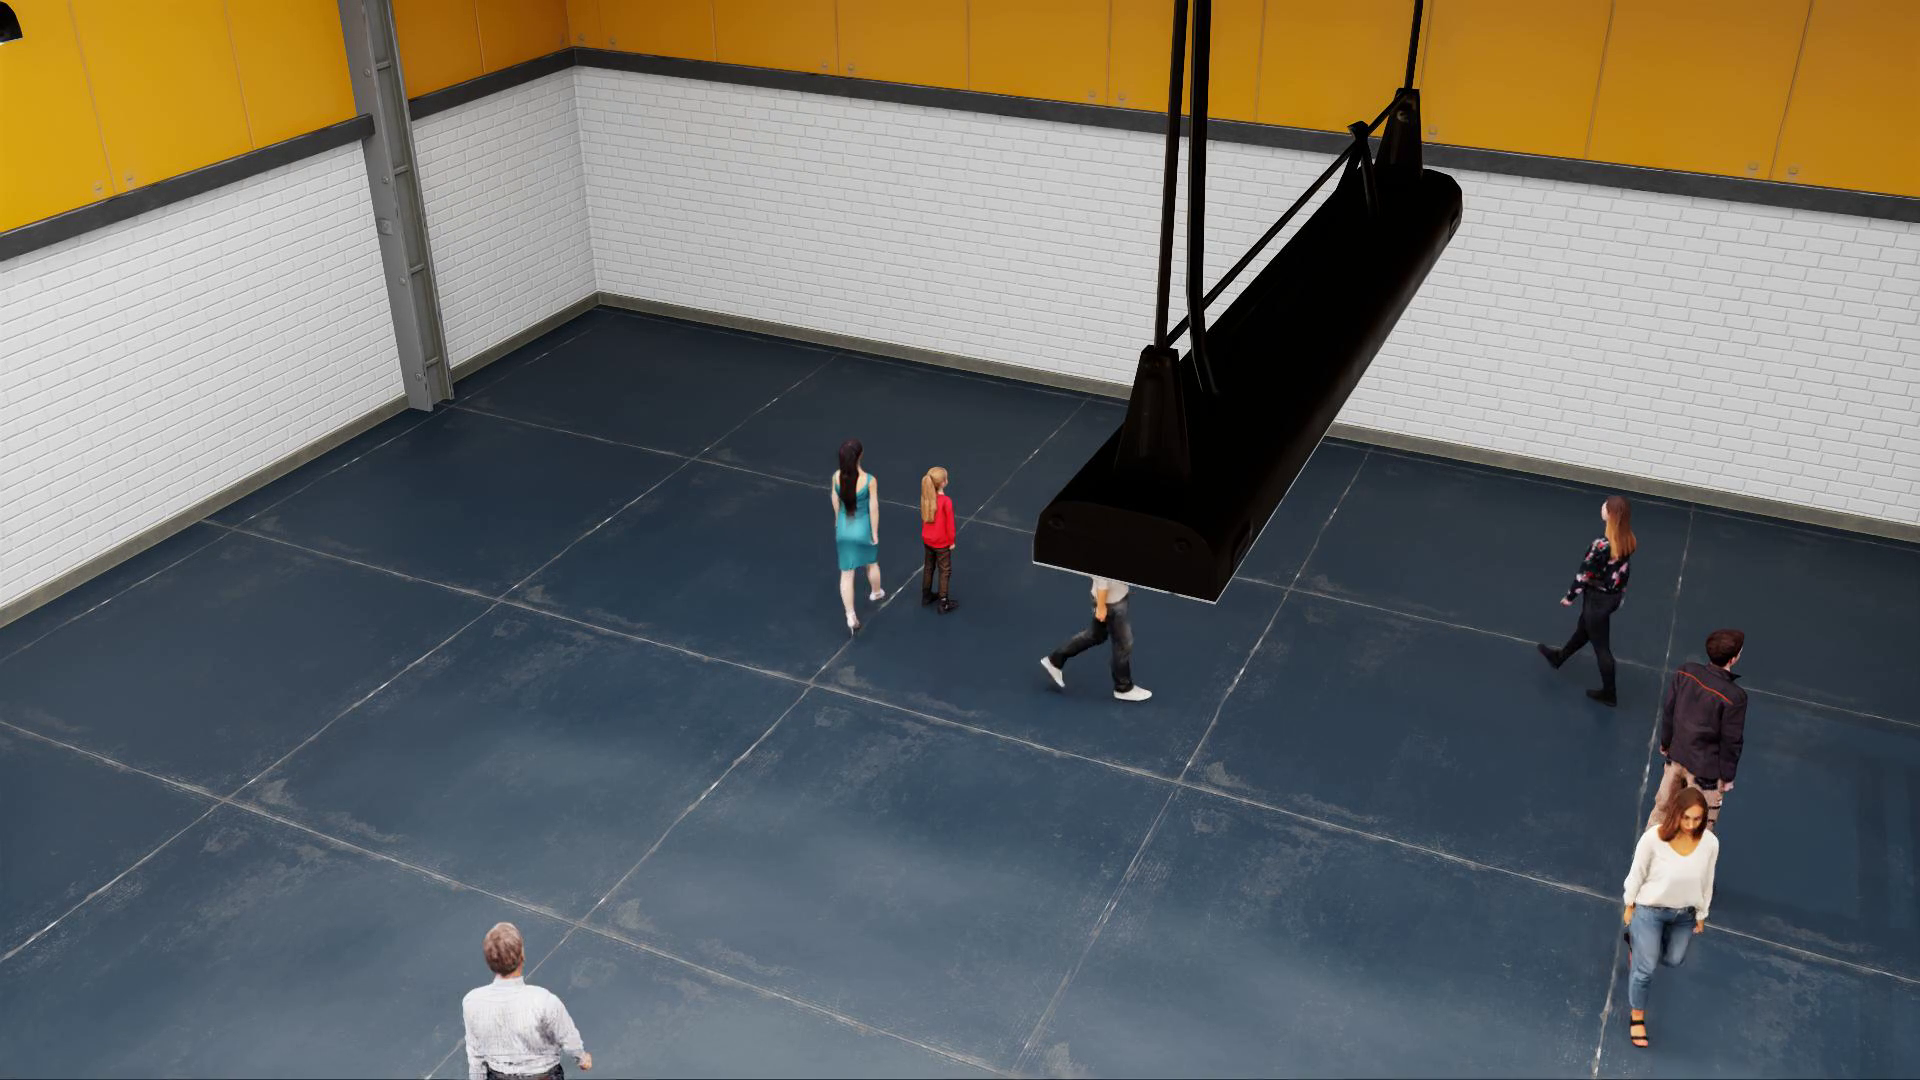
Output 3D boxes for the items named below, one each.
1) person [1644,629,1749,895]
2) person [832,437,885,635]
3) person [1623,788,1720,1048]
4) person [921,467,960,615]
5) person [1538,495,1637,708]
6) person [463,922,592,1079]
[{"bbox_3d":[4.583,1.386,10.349,0.817,1.925,0.794,-15,32,-25],"label":"person"},{"bbox_3d":[-0.854,-0.016,13.191,0.680,1.664,0.919,7,29,12],"label":"person"},{"bbox_3d":[3.971,2.044,9.412,0.807,1.667,0.984,2,29,4],"label":"person"},{"bbox_3d":[-0.181,-0.009,13.578,0.572,1.282,0.547,-25,37,-38],"label":"person"},{"bbox_3d":[4.815,0.486,12.289,1.039,1.647,0.962,-20,34,-32],"label":"person"},{"bbox_3d":[-2.130,2.710,8.088,0.912,1.766,1.230,4,29,7],"label":"person"}]
